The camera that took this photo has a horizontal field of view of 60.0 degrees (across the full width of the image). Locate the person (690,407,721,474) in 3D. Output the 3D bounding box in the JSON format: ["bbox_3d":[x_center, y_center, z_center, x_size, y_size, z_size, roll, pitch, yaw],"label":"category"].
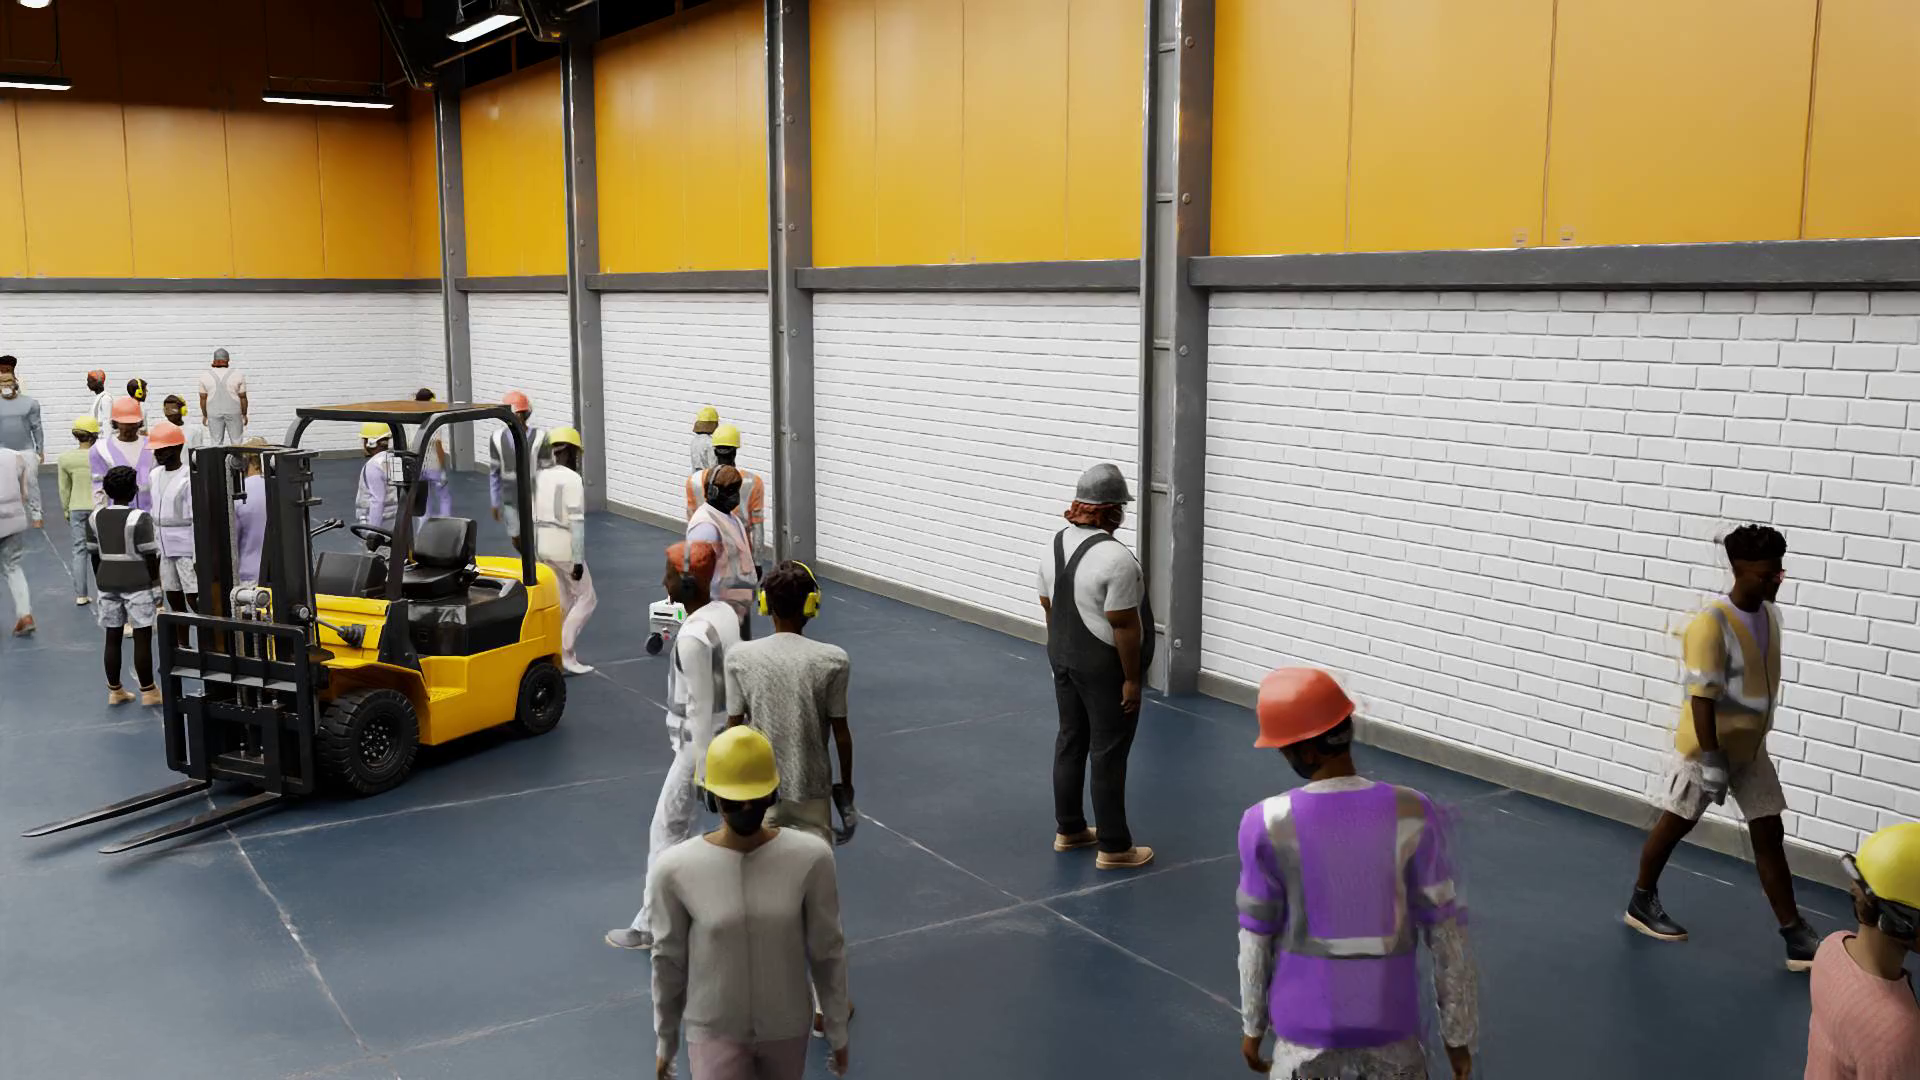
[{"bbox_3d":[-2.562,-0.489,16.942,0.319,1.737,0.486,-6,10,-35],"label":"person"}]

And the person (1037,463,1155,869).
[{"bbox_3d":[0.729,0.620,8.425,0.537,2.000,0.682,-6,10,-33],"label":"person"}]

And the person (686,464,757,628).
[{"bbox_3d":[-1.462,0.451,10.243,0.430,1.841,0.623,1,8,5],"label":"person"}]

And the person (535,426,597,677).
[{"bbox_3d":[-2.971,0.091,12.557,0.459,1.878,0.627,-8,12,-43],"label":"person"}]

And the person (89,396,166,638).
[{"bbox_3d":[-6.912,-0.187,13.926,0.611,2.030,0.410,-7,11,-38],"label":"person"}]

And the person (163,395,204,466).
[{"bbox_3d":[-7.934,-0.556,16.968,0.511,1.862,0.324,1,8,5],"label":"person"}]

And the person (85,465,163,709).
[{"bbox_3d":[-5.774,0.329,11.535,0.530,1.697,0.322,2,9,14],"label":"person"}]

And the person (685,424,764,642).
[{"bbox_3d":[-1.731,0.104,12.323,0.583,1.918,0.394,0,8,2],"label":"person"}]

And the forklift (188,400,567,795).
[{"bbox_3d":[-3.529,0.258,10.348,1.214,2.155,2.313,4,9,25],"label":"forklift"}]

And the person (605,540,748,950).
[{"bbox_3d":[-1.036,0.905,7.241,0.981,1.846,0.589,2,9,11],"label":"person"}]

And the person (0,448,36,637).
[{"bbox_3d":[-8.022,-0.112,13.822,0.598,1.904,0.626,5,10,31],"label":"person"}]

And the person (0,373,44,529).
[{"bbox_3d":[-11.503,-1.073,20.236,0.635,1.927,0.372,-4,10,-28],"label":"person"}]

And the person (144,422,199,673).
[{"bbox_3d":[-5.889,0.074,12.505,0.540,1.929,0.396,5,10,28],"label":"person"}]

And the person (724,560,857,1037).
[{"bbox_3d":[-0.657,1.000,6.463,0.518,1.863,0.334,1,8,5],"label":"person"}]

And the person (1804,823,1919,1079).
[{"bbox_3d":[2.012,1.468,3.678,0.339,1.755,0.531,2,9,13],"label":"person"}]

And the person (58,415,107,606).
[{"bbox_3d":[-8.011,-0.270,15.349,0.529,1.768,0.312,0,8,-3],"label":"person"}]

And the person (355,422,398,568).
[{"bbox_3d":[-4.933,-0.131,14.189,0.404,1.830,0.599,0,8,2],"label":"person"}]

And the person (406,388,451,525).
[{"bbox_3d":[-5.855,-0.766,18.461,0.595,1.831,0.615,3,9,21],"label":"person"}]

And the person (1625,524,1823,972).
[{"bbox_3d":[3.336,0.877,7.133,0.620,1.905,1.013,-5,10,-30],"label":"person"}]

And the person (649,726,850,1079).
[{"bbox_3d":[-0.587,1.338,4.643,0.532,1.725,0.883,-3,9,-19],"label":"person"}]

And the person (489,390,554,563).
[{"bbox_3d":[-4.047,-0.407,15.499,0.612,2.010,0.952,1,9,7],"label":"person"}]

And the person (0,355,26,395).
[{"bbox_3d":[-14.183,-1.796,24.954,0.362,1.963,0.614,-2,9,-15],"label":"person"}]

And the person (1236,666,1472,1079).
[{"bbox_3d":[1.091,1.284,4.475,0.706,1.886,0.487,0,8,3],"label":"person"}]

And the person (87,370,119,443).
[{"bbox_3d":[-11.307,-1.309,21.986,0.342,1.878,0.580,-6,10,-33],"label":"person"}]

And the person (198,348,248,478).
[{"bbox_3d":[-11.449,-1.973,25.900,0.688,2.000,0.536,-3,9,-19],"label":"person"}]
